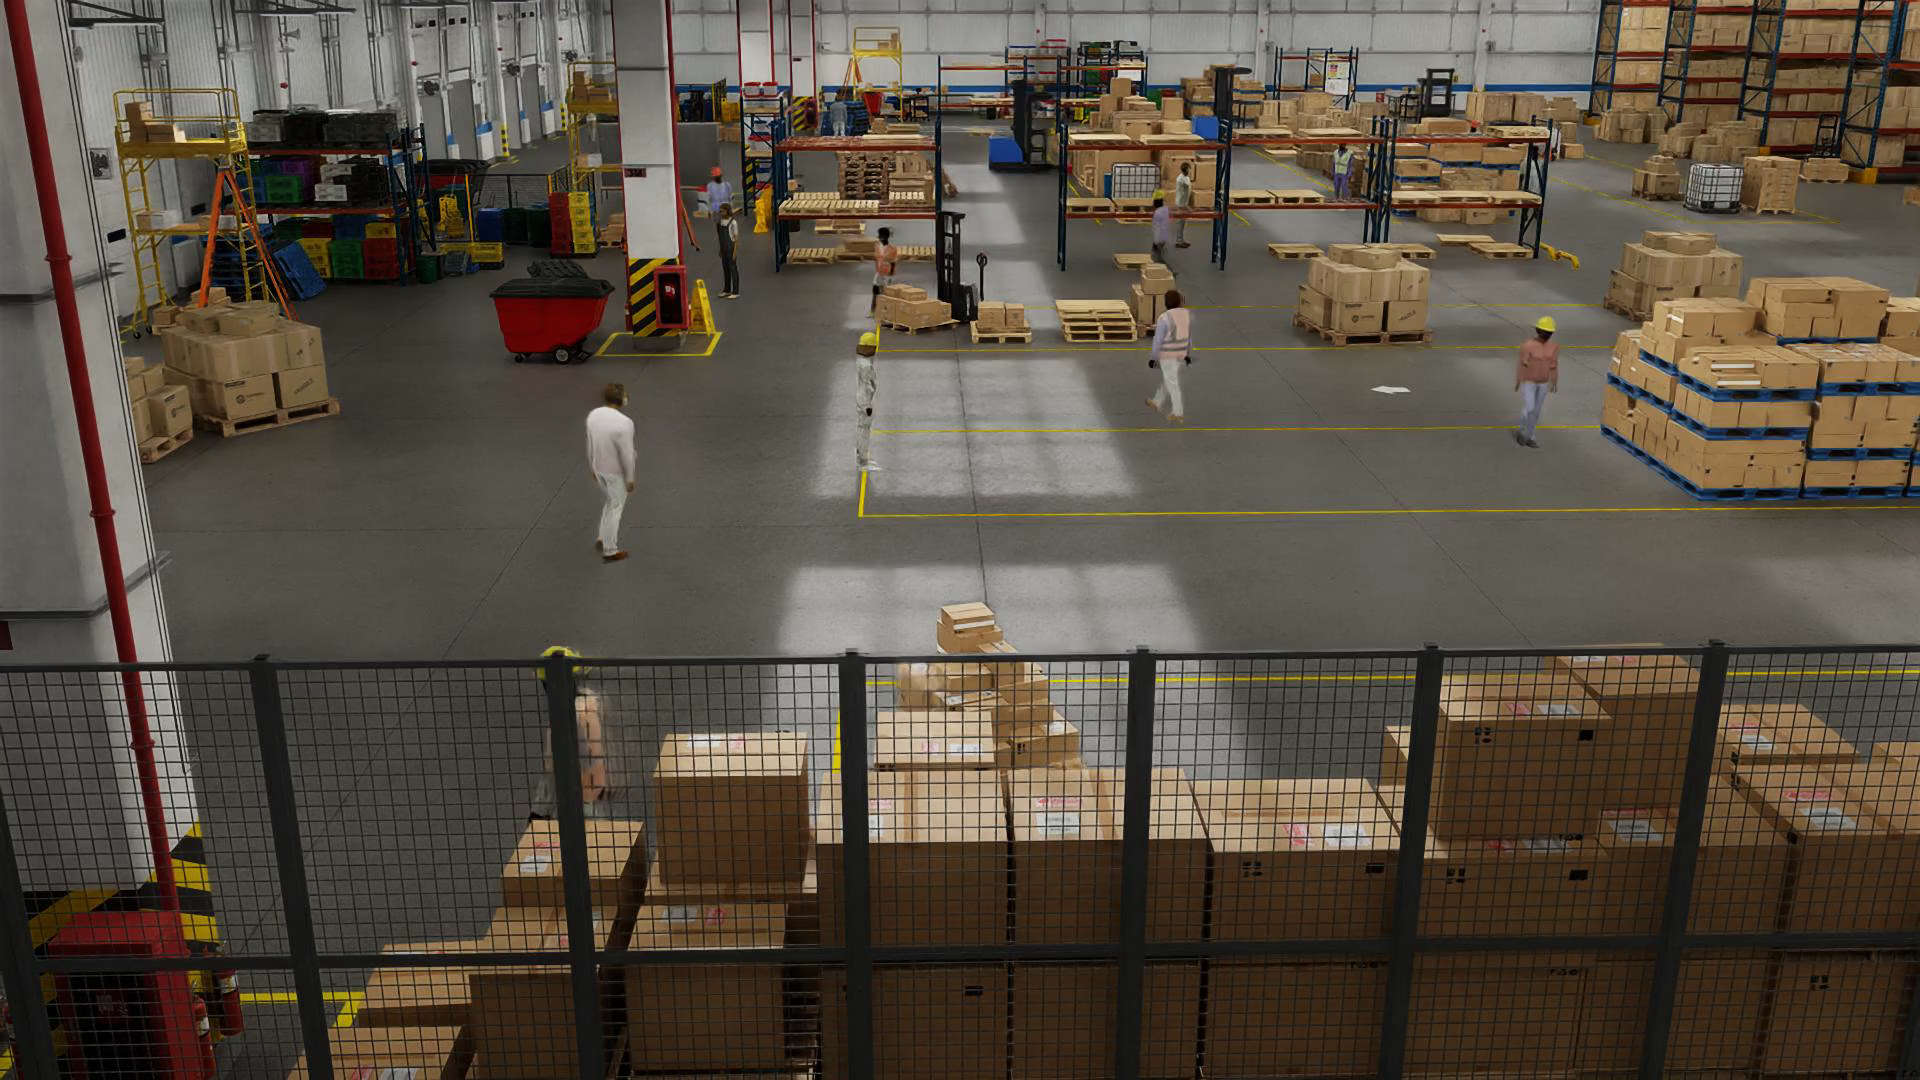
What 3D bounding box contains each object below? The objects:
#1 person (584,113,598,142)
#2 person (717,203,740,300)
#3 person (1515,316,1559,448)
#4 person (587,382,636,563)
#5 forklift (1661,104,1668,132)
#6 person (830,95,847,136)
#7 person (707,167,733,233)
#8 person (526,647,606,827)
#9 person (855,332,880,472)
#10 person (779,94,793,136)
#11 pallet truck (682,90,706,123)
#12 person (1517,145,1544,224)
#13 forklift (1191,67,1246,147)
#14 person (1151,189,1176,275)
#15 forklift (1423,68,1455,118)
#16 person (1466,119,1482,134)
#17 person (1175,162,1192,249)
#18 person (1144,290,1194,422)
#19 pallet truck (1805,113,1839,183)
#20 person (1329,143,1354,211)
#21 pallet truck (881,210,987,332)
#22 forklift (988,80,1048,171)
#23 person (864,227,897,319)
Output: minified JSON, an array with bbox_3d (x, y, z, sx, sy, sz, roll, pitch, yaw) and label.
[{"bbox_3d":[-14.005,-15.931,63.126,0.510,1.589,0.901,-3,19,-8],"label":"person"},{"bbox_3d":[-4.452,-5.544,31.923,0.504,1.840,0.345,17,25,42],"label":"person"},{"bbox_3d":[7.533,-2.050,21.681,0.558,1.749,0.388,-4,19,-13],"label":"person"},{"bbox_3d":[-3.652,-0.705,17.472,0.635,1.908,0.508,14,23,35],"label":"person"},{"bbox_3d":[28.995,-17.685,66.336,1.873,2.768,1.129,0,19,-1],"label":"forklift"},{"bbox_3d":[-4.389,-15.090,60.088,0.627,1.941,0.371,-4,19,-12],"label":"person"},{"bbox_3d":[-5.428,-7.519,37.713,0.562,1.892,0.927,0,19,-1],"label":"person"},{"bbox_3d":[-2.588,1.586,10.679,0.887,1.889,0.613,1,19,3],"label":"person"},{"bbox_3d":[-1.148,-1.732,20.765,0.325,1.740,0.493,-3,19,-8],"label":"person"},{"bbox_3d":[-6.831,-16.290,63.805,0.979,1.830,0.584,9,21,26],"label":"person"},{"bbox_3d":[-9.671,-15.907,62.421,0.823,1.965,1.885,5,19,15],"label":"pallet truck"},{"bbox_3d":[14.398,-8.968,41.906,0.613,1.948,0.522,13,22,33],"label":"person"},{"bbox_3d":[9.517,-15.894,61.023,1.873,2.768,1.129,-1,19,-1],"label":"forklift"},{"bbox_3d":[4.007,-6.042,33.274,0.510,1.915,0.603,10,21,26],"label":"person"},{"bbox_3d":[17.382,-15.723,60.515,1.129,2.768,1.873,-1,19,-1],"label":"forklift"},{"bbox_3d":[15.389,-11.689,50.059,0.553,1.906,0.479,4,19,10],"label":"person"},{"bbox_3d":[5.116,-7.663,38.055,0.372,1.940,0.629,6,20,17],"label":"person"},{"bbox_3d":[2.850,-2.590,23.206,0.654,1.802,0.901,-16,24,-39],"label":"person"},{"bbox_3d":[26.403,-11.957,50.702,0.823,1.965,1.885,6,19,16],"label":"pallet truck"},{"bbox_3d":[10.139,-9.702,44.134,0.590,1.918,0.386,17,25,41],"label":"person"},{"bbox_3d":[-0.493,-4.759,29.349,1.885,1.965,0.823,-13,23,-34],"label":"pallet truck"},{"bbox_3d":[1.865,-13.266,53.226,1.873,2.768,1.129,0,19,-1],"label":"forklift"},{"bbox_3d":[-1.409,-4.780,29.915,0.545,1.656,0.797,15,23,37],"label":"person"}]
